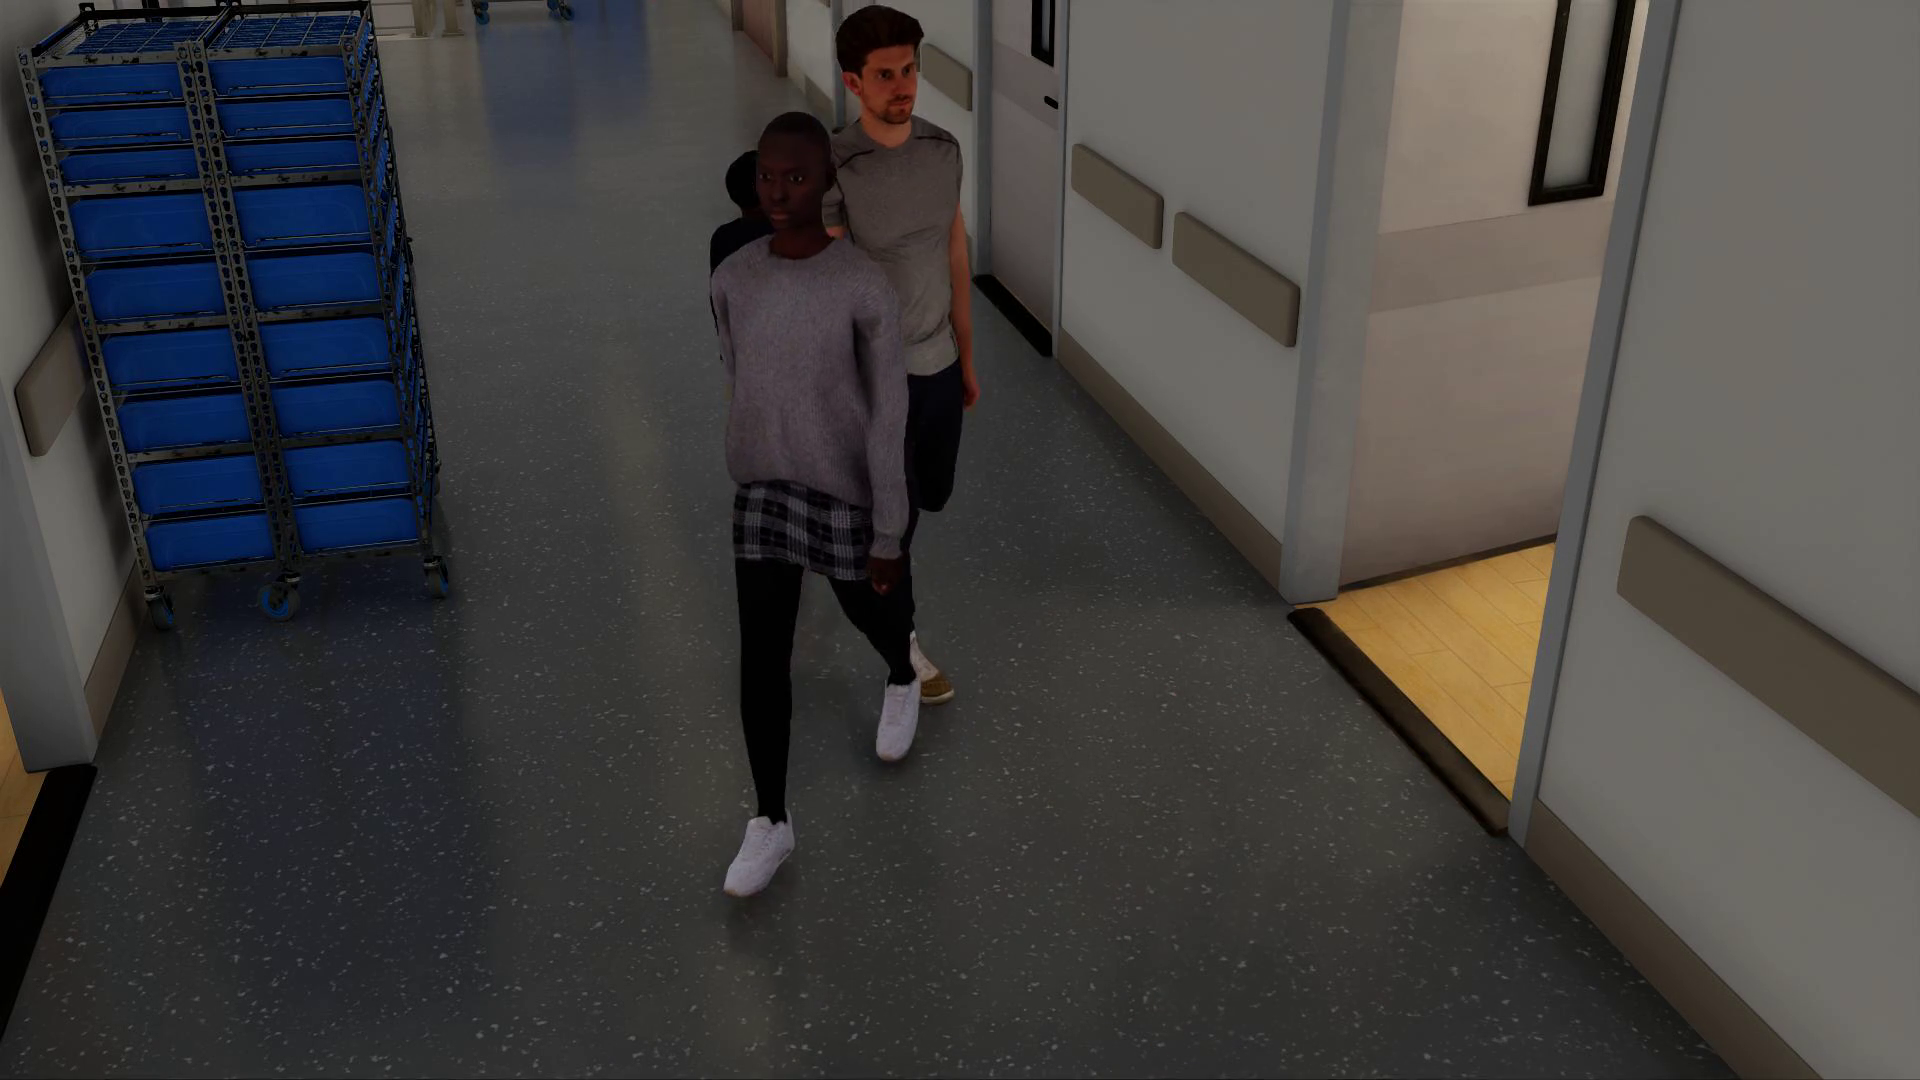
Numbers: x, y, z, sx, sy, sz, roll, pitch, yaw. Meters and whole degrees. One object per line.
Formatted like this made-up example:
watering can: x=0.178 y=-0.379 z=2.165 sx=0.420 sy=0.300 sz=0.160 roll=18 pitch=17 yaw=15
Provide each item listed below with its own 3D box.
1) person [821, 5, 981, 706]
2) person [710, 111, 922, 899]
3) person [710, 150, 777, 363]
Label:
person: x=-0.230 y=-0.496 z=4.547 sx=0.891 sy=1.870 sz=1.112 roll=-18 pitch=31 yaw=-33
person: x=-0.286 y=-0.119 z=3.917 sx=1.071 sy=1.738 sz=1.255 roll=8 pitch=27 yaw=16
person: x=-0.661 y=-0.684 z=5.623 sx=0.602 sy=1.274 sz=0.641 roll=6 pitch=26 yaw=12
